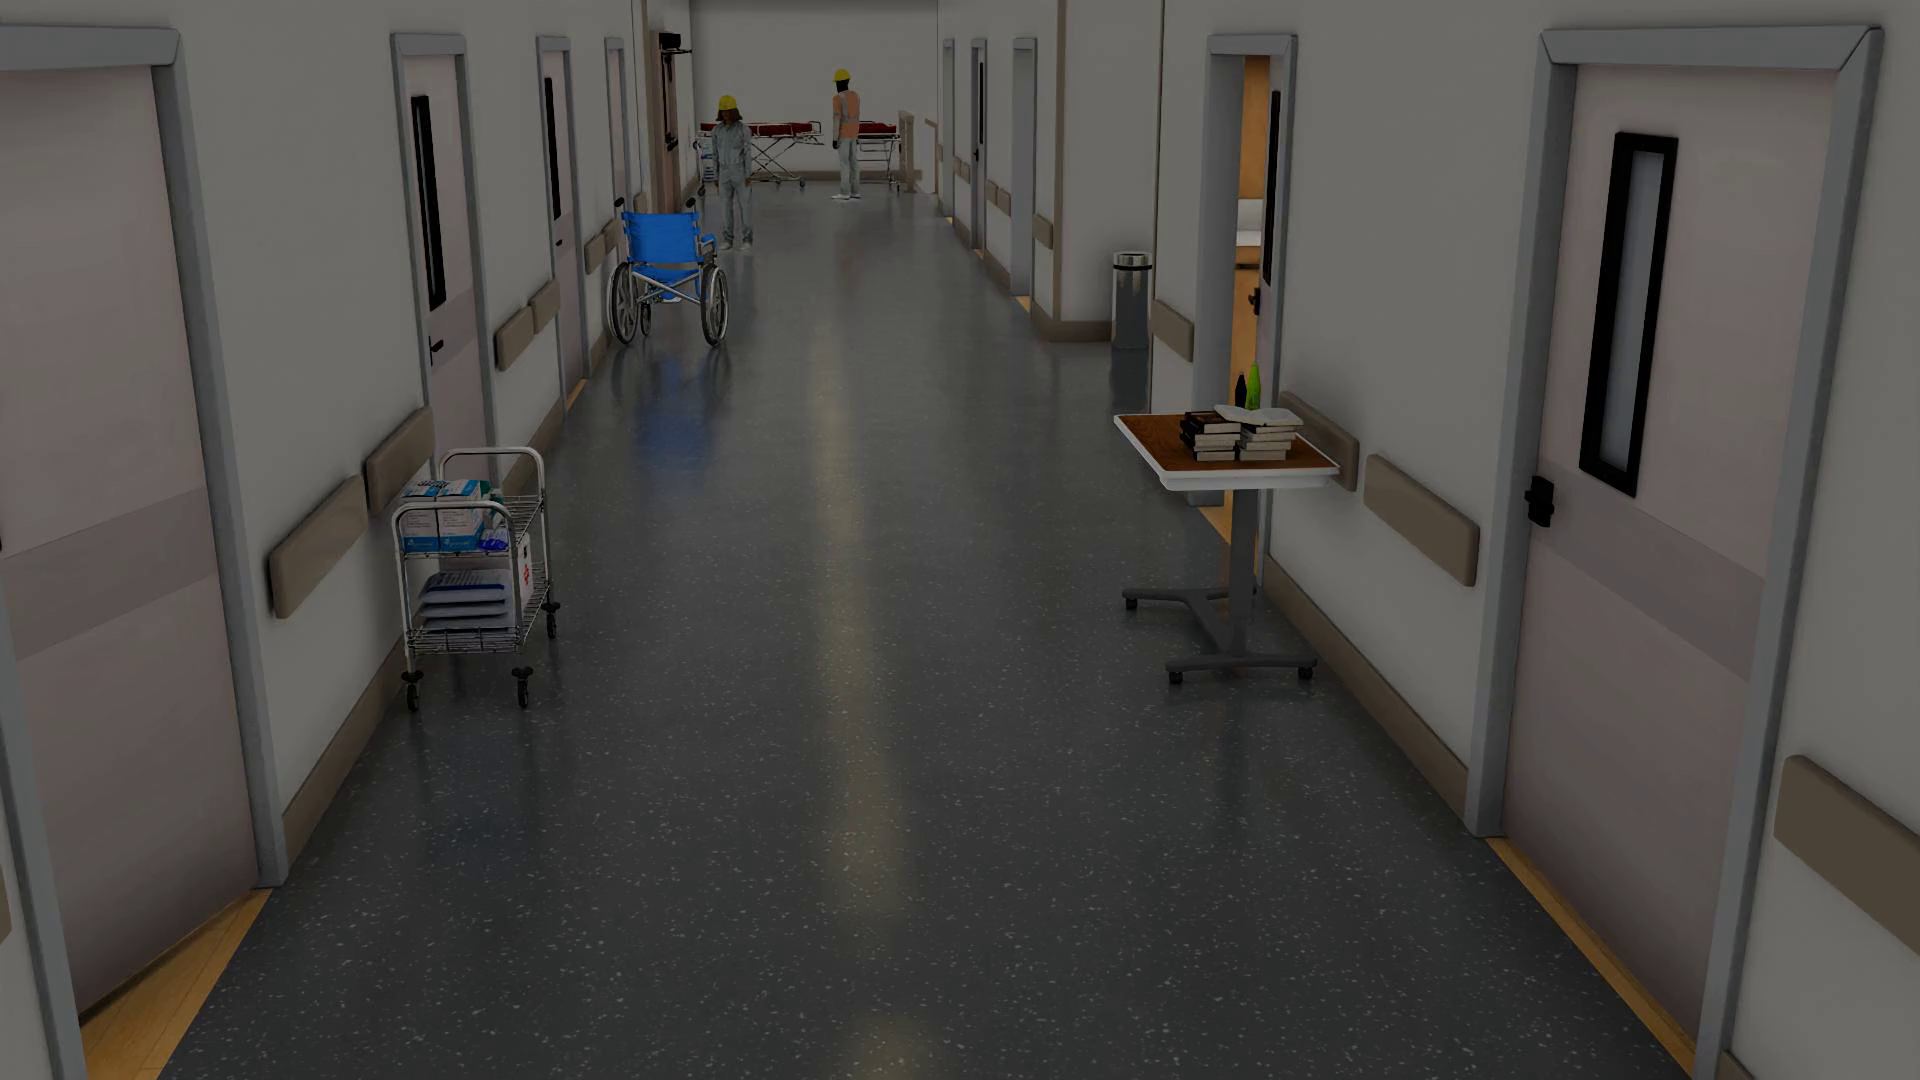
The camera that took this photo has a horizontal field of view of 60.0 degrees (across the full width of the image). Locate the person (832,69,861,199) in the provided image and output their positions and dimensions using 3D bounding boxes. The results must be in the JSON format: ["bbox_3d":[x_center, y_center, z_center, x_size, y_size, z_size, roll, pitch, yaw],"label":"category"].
[{"bbox_3d":[-1.735,-6.112,25.090,0.398,1.920,0.586,11,20,32],"label":"person"}]

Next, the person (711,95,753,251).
[{"bbox_3d":[-2.579,-4.136,18.804,0.479,1.733,0.347,4,17,13],"label":"person"}]
